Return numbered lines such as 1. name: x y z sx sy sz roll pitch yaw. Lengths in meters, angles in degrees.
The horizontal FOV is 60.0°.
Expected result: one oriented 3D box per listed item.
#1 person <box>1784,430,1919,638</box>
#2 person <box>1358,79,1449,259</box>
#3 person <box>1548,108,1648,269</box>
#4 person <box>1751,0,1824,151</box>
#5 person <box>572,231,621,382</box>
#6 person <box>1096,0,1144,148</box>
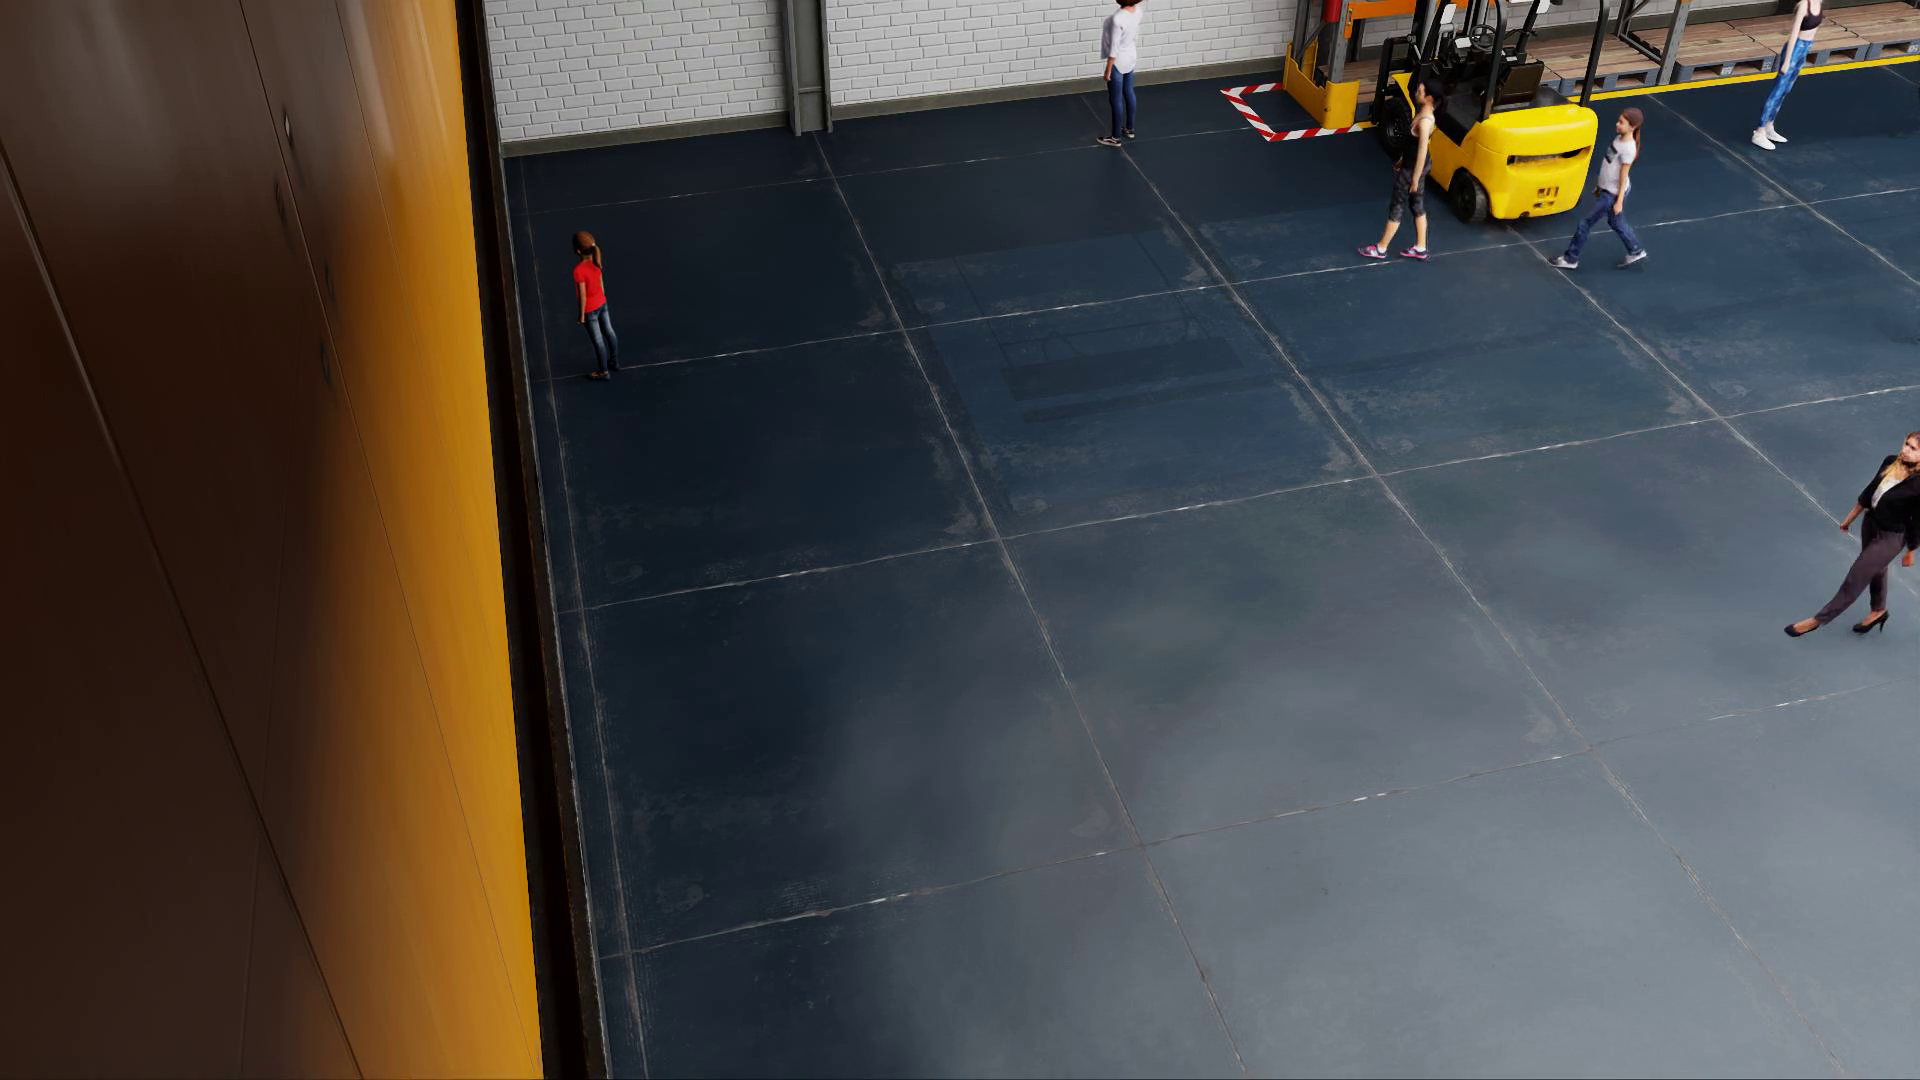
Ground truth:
1. person: 6.050 -0.009 10.765 1.022 1.642 0.714 -4 39 -5
2. person: 4.110 -3.272 14.794 0.944 1.713 0.837 12 40 15
3. person: 5.840 -3.075 14.697 1.134 1.527 0.831 5 39 7
4. person: 8.368 -4.834 16.693 0.634 1.784 0.720 -28 47 -31
5. person: -2.939 -1.889 13.385 0.619 1.310 0.565 17 42 20
6. person: 1.645 -4.839 16.756 0.811 1.713 0.731 27 46 30
